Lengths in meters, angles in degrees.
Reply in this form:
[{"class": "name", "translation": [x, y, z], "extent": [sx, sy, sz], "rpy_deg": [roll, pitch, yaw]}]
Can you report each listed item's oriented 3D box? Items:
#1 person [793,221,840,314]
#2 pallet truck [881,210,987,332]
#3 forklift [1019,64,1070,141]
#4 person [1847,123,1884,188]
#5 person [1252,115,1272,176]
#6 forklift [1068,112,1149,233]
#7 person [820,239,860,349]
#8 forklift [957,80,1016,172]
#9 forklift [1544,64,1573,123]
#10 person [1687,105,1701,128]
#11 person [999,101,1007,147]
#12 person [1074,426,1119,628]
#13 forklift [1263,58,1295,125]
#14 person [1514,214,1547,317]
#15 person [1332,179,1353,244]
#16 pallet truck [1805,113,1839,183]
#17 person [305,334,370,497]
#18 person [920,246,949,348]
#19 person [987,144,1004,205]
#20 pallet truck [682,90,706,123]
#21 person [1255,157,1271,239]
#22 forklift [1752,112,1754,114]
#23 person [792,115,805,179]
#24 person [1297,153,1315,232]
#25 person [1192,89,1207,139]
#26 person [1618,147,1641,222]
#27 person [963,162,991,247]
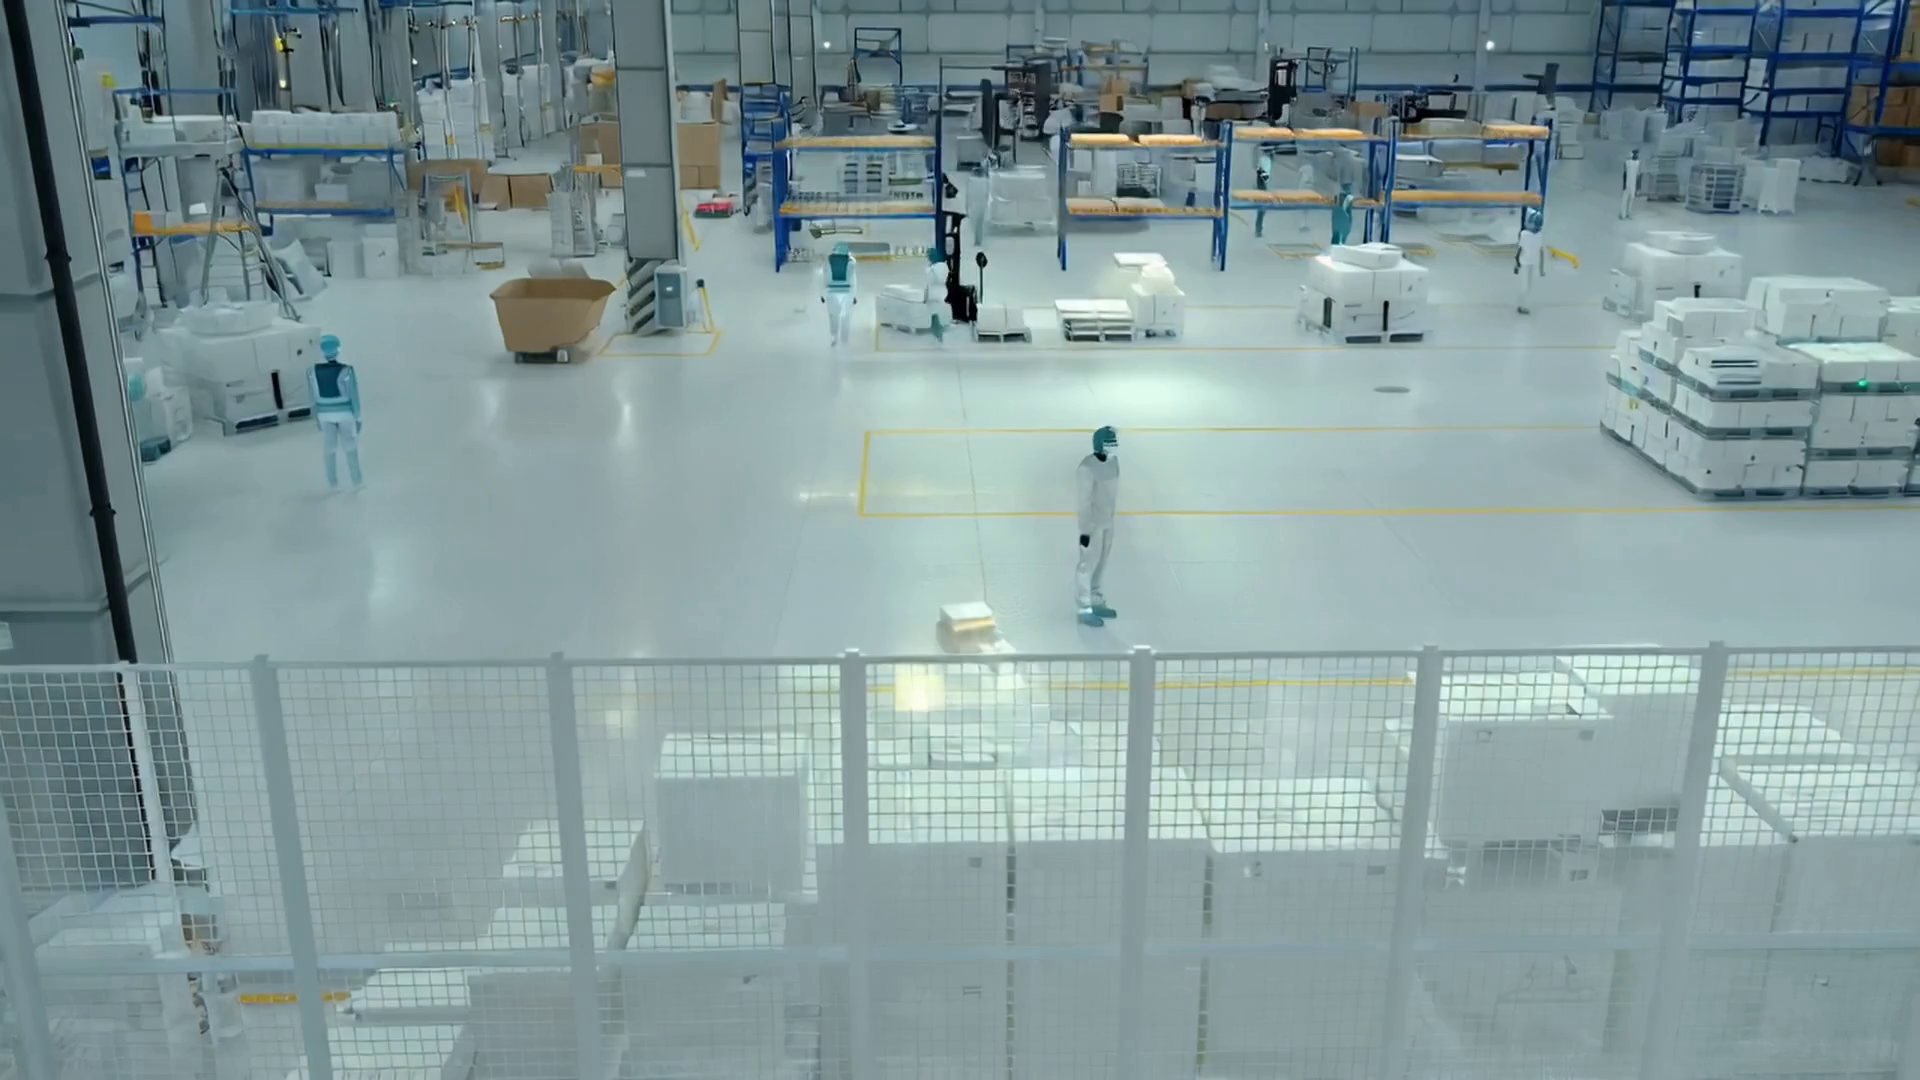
[{"class": "person", "translation": [-2.602, -4.994, 30.510], "extent": [0.923, 1.697, 0.496], "rpy_deg": [-3, 19, -8]}, {"class": "pallet truck", "translation": [-0.493, -4.759, 29.349], "extent": [1.885, 1.965, 0.823], "rpy_deg": [-13, 23, -34]}, {"class": "forklift", "translation": [3.235, -16.572, 63.033], "extent": [1.873, 2.768, 1.129], "rpy_deg": [-1, 19, -2]}, {"class": "person", "translation": [26.793, -11.289, 48.907], "extent": [0.915, 1.888, 0.602], "rpy_deg": [2, 19, 5]}, {"class": "person", "translation": [9.356, -12.214, 51.626], "extent": [0.633, 1.887, 1.003], "rpy_deg": [3, 19, 8]}, {"class": "forklift", "translation": [3.622, -8.912, 40.309], "extent": [1.873, 2.768, 1.129], "rpy_deg": [-1, 19, -2]}, {"class": "person", "translation": [-1.984, -4.085, 27.621], "extent": [0.651, 1.818, 0.492], "rpy_deg": [-1, 19, -2]}, {"class": "forklift", "translation": [0.848, -13.256, 53.197], "extent": [1.873, 2.768, 1.129], "rpy_deg": [-1, 19, -2]}, {"class": "forklift", "translation": [22.520, -16.761, 63.594], "extent": [1.873, 2.768, 1.129], "rpy_deg": [6, 20, 18]}, {"class": "person", "translation": [26.329, -14.818, 59.792], "extent": [0.808, 1.606, 0.523], "rpy_deg": [-15, 24, -38]}, {"class": "person", "translation": [1.542, -15.385, 60.984], "extent": [0.374, 1.932, 0.641], "rpy_deg": [0, 19, 0]}, {"class": "person", "translation": [1.309, -0.145, 15.763], "extent": [0.373, 1.933, 0.627], "rpy_deg": [11, 22, 30]}, {"class": "forklift", "translation": [13.157, -18.329, 68.246], "extent": [1.129, 2.768, 1.873], "rpy_deg": [-1, 19, -1]}, {"class": "person", "translation": [10.427, -4.991, 30.282], "extent": [0.521, 1.846, 0.662], "rpy_deg": [-3, 19, -9]}, {"class": "person", "translation": [8.191, -6.807, 35.658], "extent": [0.345, 1.847, 0.506], "rpy_deg": [-16, 25, -40]}, {"class": "pallet truck", "translation": [26.403, -11.957, 50.702], "extent": [0.823, 1.965, 1.885], "rpy_deg": [6, 19, 16]}, {"class": "person", "translation": [-7.360, -1.464, 19.650], "extent": [0.604, 1.949, 0.384], "rpy_deg": [0, 19, 0]}, {"class": "person", "translation": [-0.443, -4.060, 27.757], "extent": [0.569, 1.674, 0.552], "rpy_deg": [15, 24, 38]}, {"class": "person", "translation": [0.968, -9.992, 45.422], "extent": [0.515, 1.641, 0.315], "rpy_deg": [-10, 21, -27]}, {"class": "pallet truck", "translation": [-9.671, -15.907, 62.421], "extent": [0.823, 1.965, 1.885], "rpy_deg": [5, 19, 15]}, {"class": "person", "translation": [7.172, -8.113, 39.419], "extent": [0.391, 1.920, 0.587], "rpy_deg": [7, 20, 19]}, {"class": "forklift", "translation": [29.717, -15.958, 61.213], "extent": [1.129, 2.768, 1.873], "rpy_deg": [-1, 19, -1]}, {"class": "person", "translation": [-5.028, -12.100, 51.220], "extent": [0.354, 1.939, 0.545], "rpy_deg": [-12, 22, -31]}, {"class": "person", "translation": [8.453, -8.459, 40.505], "extent": [0.356, 1.883, 0.572], "rpy_deg": [14, 23, 35]}, {"class": "person", "translation": [9.245, -16.360, 63.943], "extent": [0.705, 1.896, 0.355], "rpy_deg": [-4, 19, -12]}, {"class": "person", "translation": [17.031, -9.024, 42.197], "extent": [0.519, 1.874, 0.331], "rpy_deg": [-9, 20, -24]}, {"class": "person", "translation": [0.383, -7.722, 38.299], "extent": [0.610, 1.899, 0.770], "rpy_deg": [-4, 19, -11]}]
